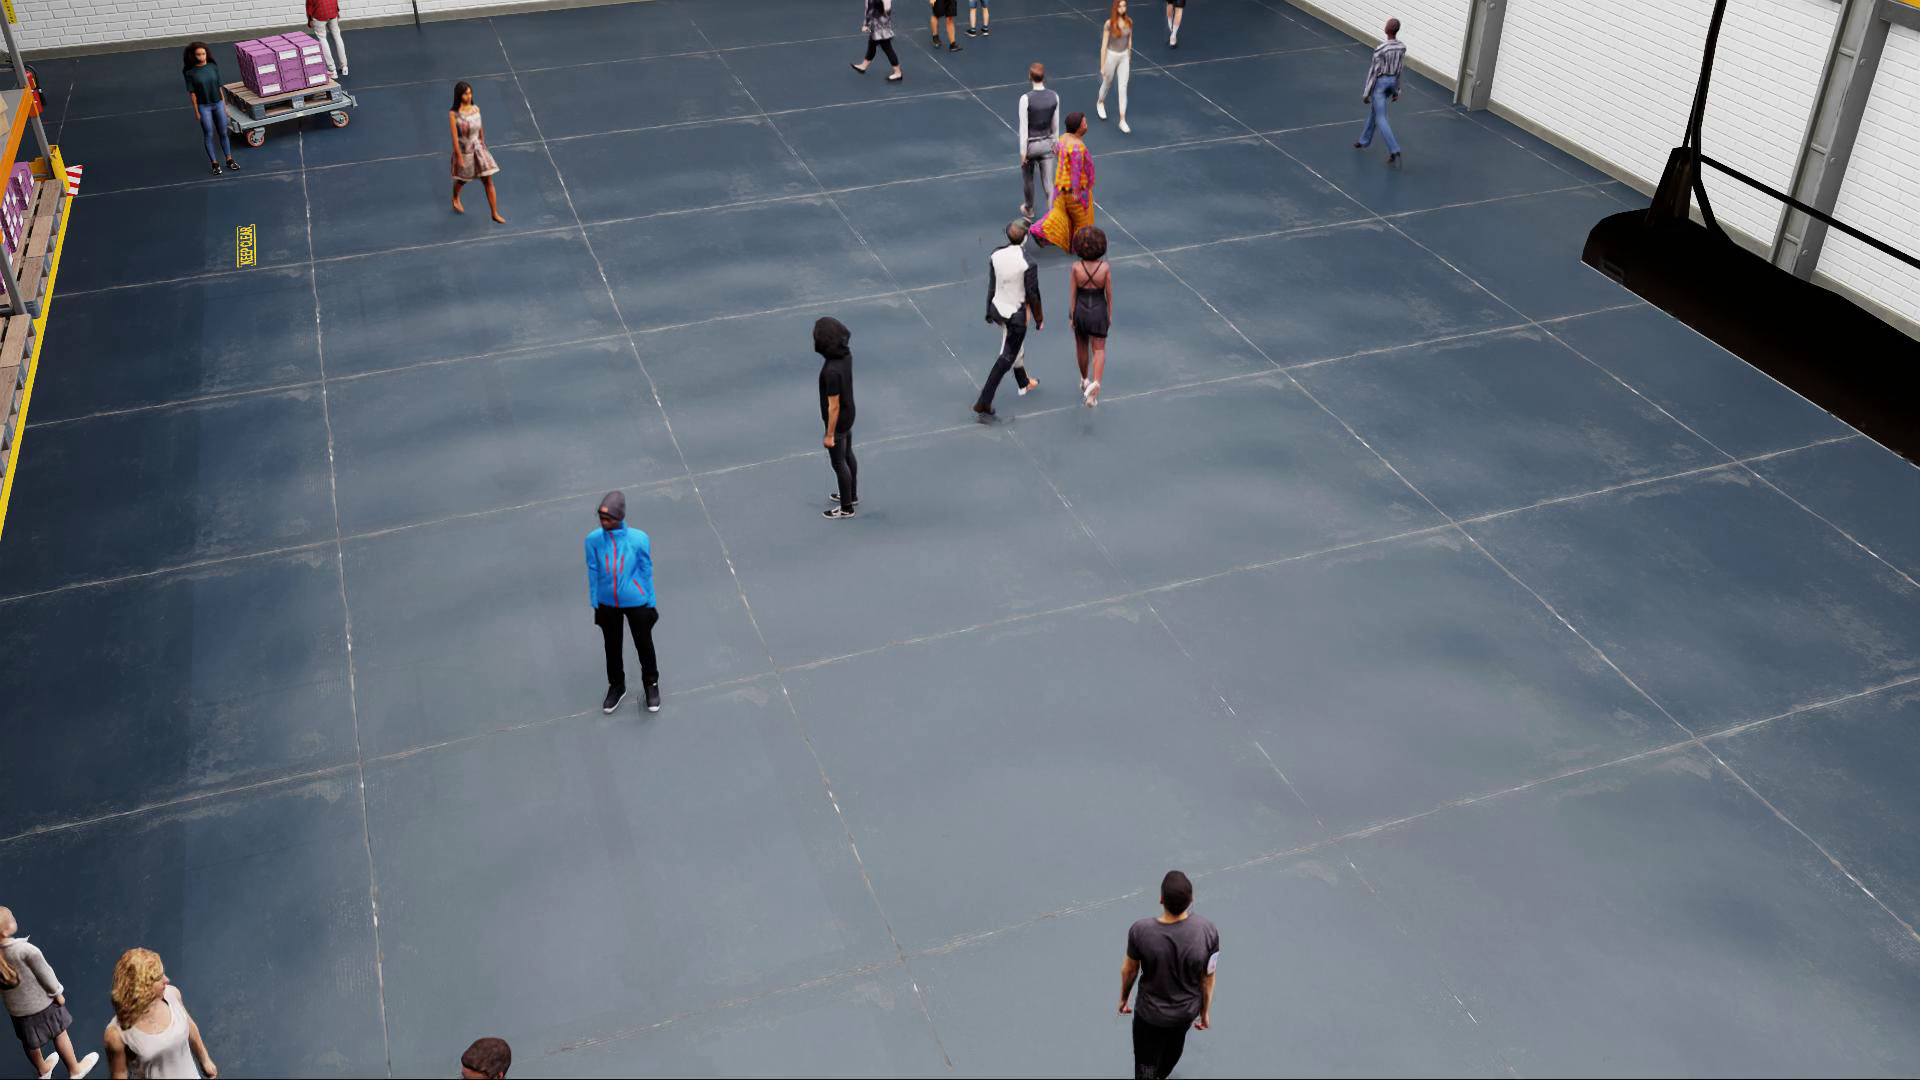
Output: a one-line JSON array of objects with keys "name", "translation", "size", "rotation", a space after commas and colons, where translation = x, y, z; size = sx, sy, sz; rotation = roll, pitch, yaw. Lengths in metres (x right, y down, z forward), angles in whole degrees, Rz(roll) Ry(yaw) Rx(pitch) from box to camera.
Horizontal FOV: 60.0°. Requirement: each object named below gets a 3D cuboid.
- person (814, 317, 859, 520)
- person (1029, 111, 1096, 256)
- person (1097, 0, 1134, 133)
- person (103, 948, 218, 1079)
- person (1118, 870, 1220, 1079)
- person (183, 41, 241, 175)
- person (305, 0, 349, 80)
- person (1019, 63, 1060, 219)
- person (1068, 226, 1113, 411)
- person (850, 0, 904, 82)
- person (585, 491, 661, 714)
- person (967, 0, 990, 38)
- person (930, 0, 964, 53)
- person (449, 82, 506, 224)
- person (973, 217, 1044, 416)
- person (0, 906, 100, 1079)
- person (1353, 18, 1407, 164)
[{"name": "person", "translation": [-1.004, -1.026, 13.853], "size": [0.764, 1.834, 0.652], "rotation": [7, 34, 10]}, {"name": "person", "translation": [1.185, -3.930, 18.372], "size": [0.730, 1.668, 0.954], "rotation": [-9, 35, -13]}, {"name": "person", "translation": [2.020, -6.313, 21.941], "size": [0.627, 1.685, 1.133], "rotation": [-10, 35, -15]}, {"name": "person", "translation": [-4.036, 2.739, 8.353], "size": [0.829, 1.652, 0.771], "rotation": [22, 40, 30]}, {"name": "person", "translation": [1.079, 2.497, 8.644], "size": [0.898, 1.734, 1.210], "rotation": [0, 34, -1]}, {"name": "person", "translation": [-9.283, -5.369, 20.583], "size": [0.684, 1.616, 0.702], "rotation": [-26, 41, -33]}, {"name": "person", "translation": [-9.036, -7.504, 23.614], "size": [0.752, 1.817, 0.752], "rotation": [26, 42, 34]}, {"name": "person", "translation": [0.924, -4.422, 18.890], "size": [0.711, 1.913, 1.258], "rotation": [-8, 35, -12]}, {"name": "person", "translation": [1.196, -2.002, 15.383], "size": [0.808, 1.766, 1.052], "rotation": [2, 34, 3]}, {"name": "person", "translation": [-1.048, -7.232, 23.406], "size": [1.111, 1.594, 1.088], "rotation": [12, 35, 17]}, {"name": "person", "translation": [-2.363, 0.415, 11.716], "size": [0.684, 1.799, 0.659], "rotation": [0, 34, -1]}, {"name": "person", "translation": [0.285, -8.441, 25.355], "size": [0.513, 1.449, 0.466], "rotation": [-11, 35, -16]}, {"name": "person", "translation": [-0.289, -8.118, 24.681], "size": [0.784, 1.658, 1.096], "rotation": [-17, 37, -24]}, {"name": "person", "translation": [-5.733, -4.490, 19.268], "size": [0.940, 1.608, 1.203], "rotation": [-29, 43, -36]}, {"name": "person", "translation": [0.411, -2.019, 15.334], "size": [1.090, 1.847, 1.250], "rotation": [-29, 43, -36]}, {"name": "person", "translation": [-5.084, 2.485, 9.075], "size": [0.582, 1.275, 0.610], "rotation": [1, 34, 1]}, {"name": "person", "translation": [5.330, -5.557, 20.741], "size": [0.787, 1.755, 1.175], "rotation": [-18, 38, -25]}]
